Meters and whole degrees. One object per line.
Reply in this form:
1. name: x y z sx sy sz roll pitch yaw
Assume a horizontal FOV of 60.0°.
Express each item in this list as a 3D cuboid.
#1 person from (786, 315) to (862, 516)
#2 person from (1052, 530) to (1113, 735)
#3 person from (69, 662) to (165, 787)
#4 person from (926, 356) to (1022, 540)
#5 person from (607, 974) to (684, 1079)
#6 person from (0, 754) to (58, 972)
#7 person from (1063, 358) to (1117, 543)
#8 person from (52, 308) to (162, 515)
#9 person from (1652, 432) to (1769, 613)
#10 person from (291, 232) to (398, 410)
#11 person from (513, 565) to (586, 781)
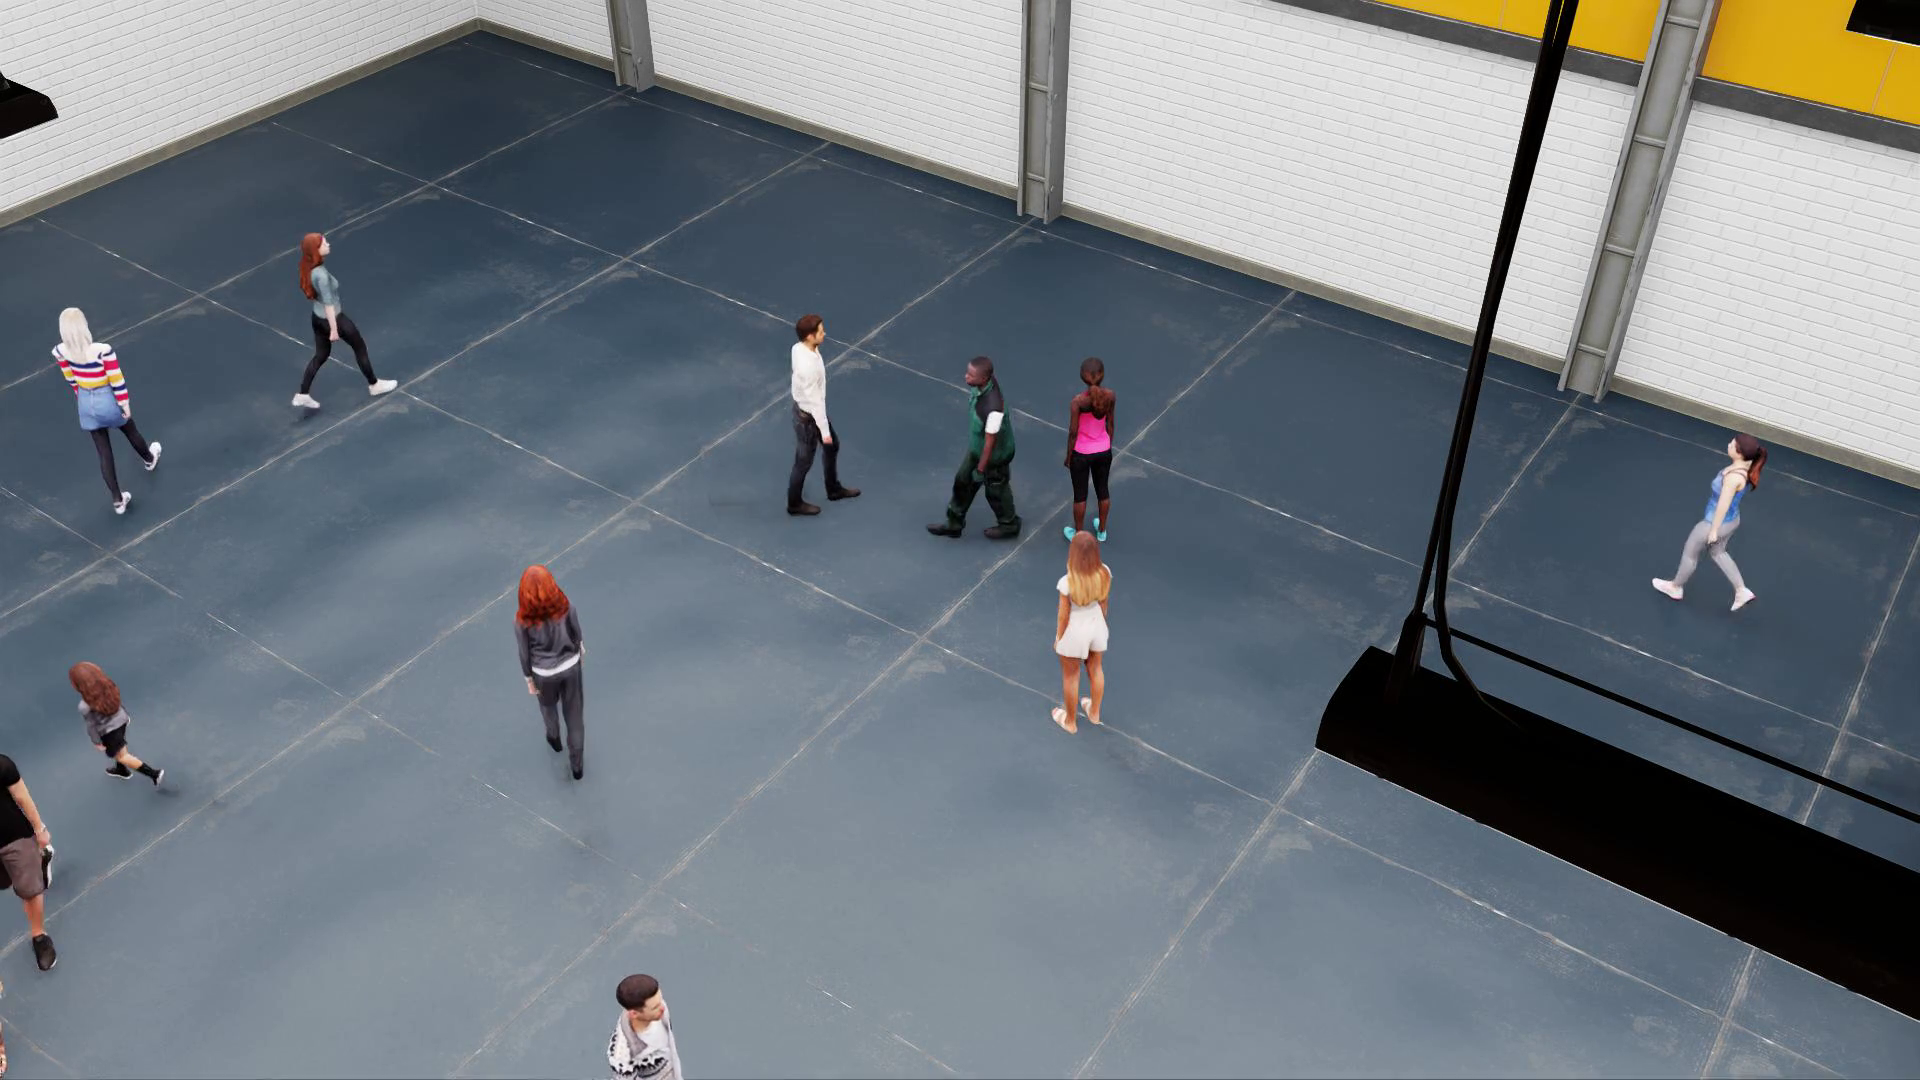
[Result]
1. person: -1.308 -0.969 13.395 1.046 1.846 0.987 -6 39 -7
2. person: 0.840 0.638 11.504 0.657 1.695 0.682 -18 42 -21
3. person: -5.687 1.261 11.207 0.794 1.093 0.638 8 39 9
4. person: 0.322 -0.684 13.074 1.133 1.801 1.082 -6 39 -8
5. person: -1.666 2.862 8.605 1.161 1.837 0.934 8 39 10
6. person: -5.777 1.725 10.040 1.104 1.825 1.198 -10 40 -12
7. person: 1.035 -0.688 13.140 0.660 1.726 0.704 -12 40 -15
8. person: -7.020 -1.031 13.541 1.139 1.762 1.143 -2 39 -3
9. person: 5.784 -0.111 12.522 0.704 1.595 1.016 -31 48 -33
10. person: -5.635 -1.895 14.666 0.873 1.707 1.157 -27 46 -30
11. person: -2.668 0.933 11.086 0.803 1.756 0.887 -12 40 -15
